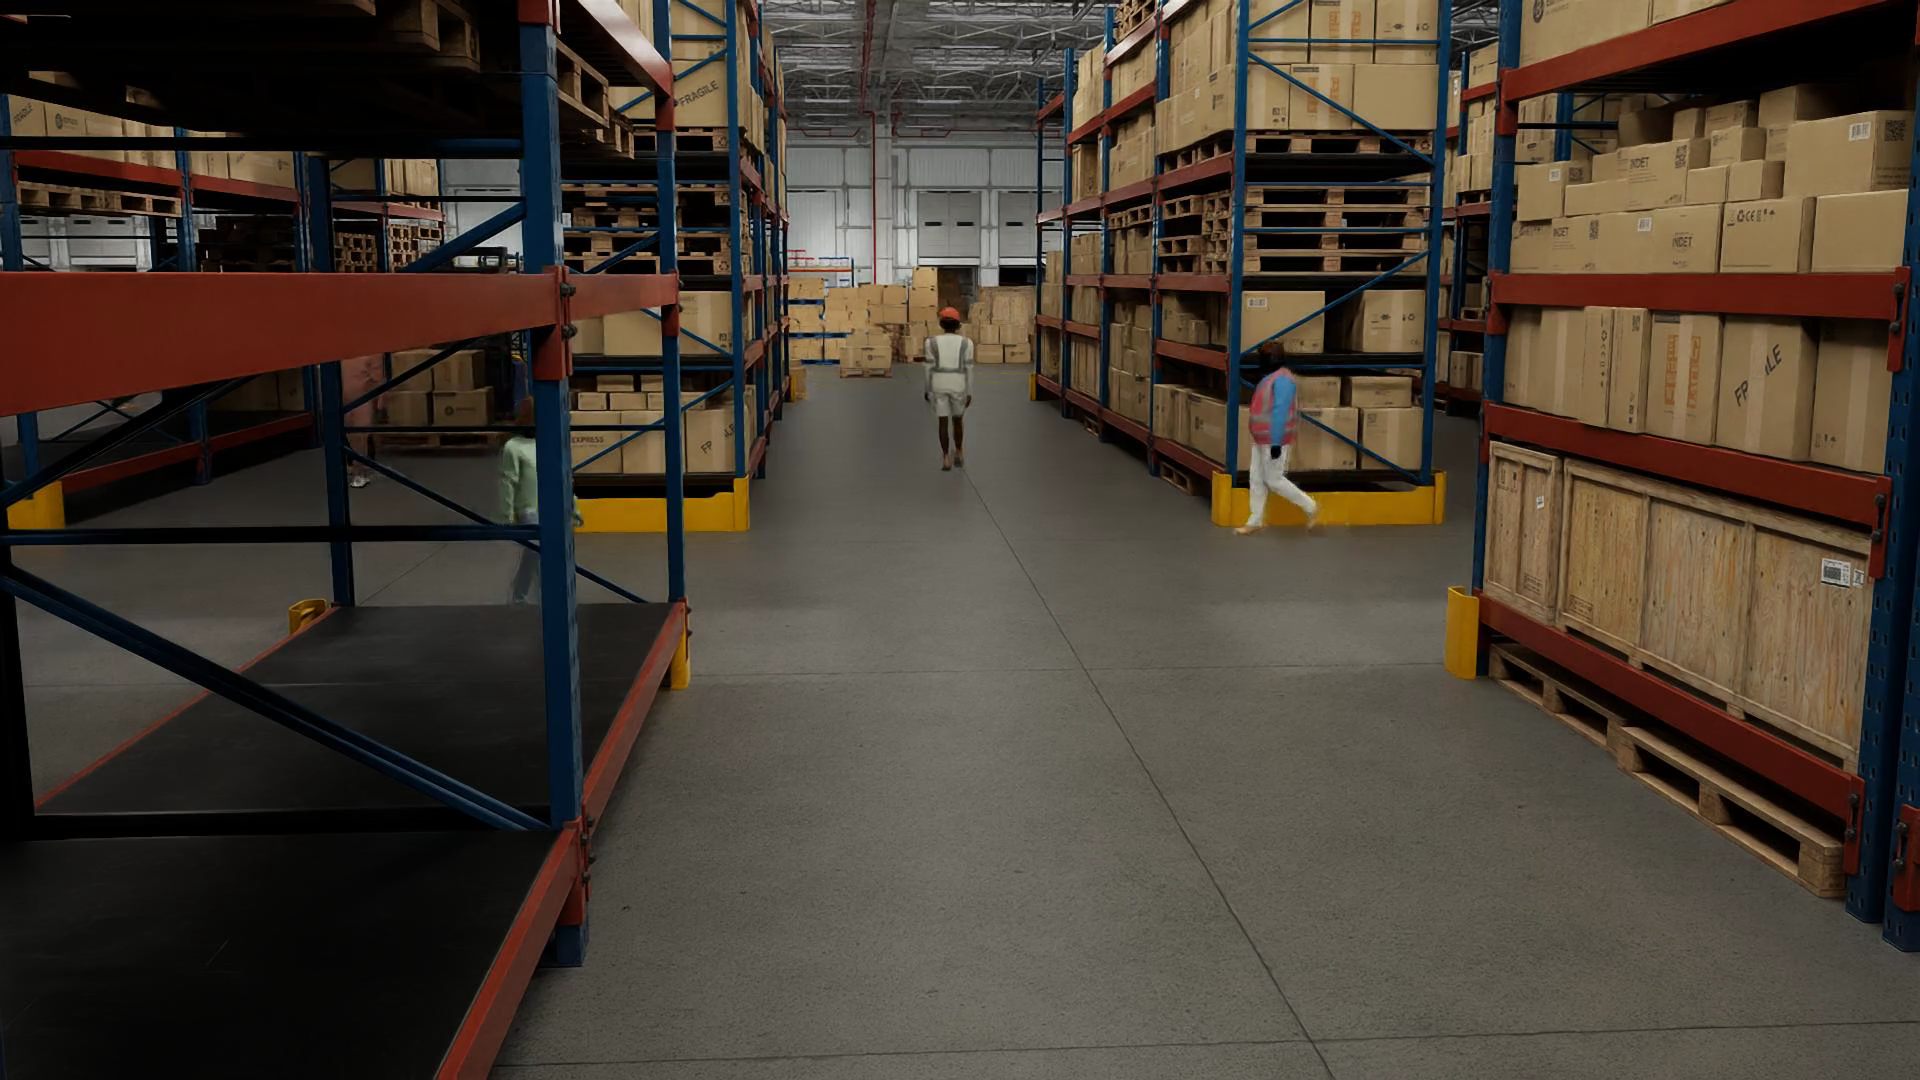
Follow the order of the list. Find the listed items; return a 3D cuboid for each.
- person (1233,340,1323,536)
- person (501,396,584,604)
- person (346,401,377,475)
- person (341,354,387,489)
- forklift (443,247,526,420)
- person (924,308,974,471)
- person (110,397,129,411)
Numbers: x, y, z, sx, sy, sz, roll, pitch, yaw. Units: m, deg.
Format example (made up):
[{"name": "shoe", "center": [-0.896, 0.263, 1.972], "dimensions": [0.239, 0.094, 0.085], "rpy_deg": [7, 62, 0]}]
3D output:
[{"name": "person", "center": [2.923, -0.921, 15.235], "dimensions": [0.716, 1.818, 0.631], "rpy_deg": [-1, 9, -6]}, {"name": "person", "center": [-2.770, -0.164, 11.155], "dimensions": [0.820, 1.592, 0.513], "rpy_deg": [5, 10, 27]}, {"name": "person", "center": [-7.284, -1.626, 20.035], "dimensions": [0.535, 1.700, 0.318], "rpy_deg": [-6, 11, -33]}, {"name": "person", "center": [-6.869, -1.509, 18.713], "dimensions": [0.681, 1.880, 0.777], "rpy_deg": [1, 9, 9]}, {"name": "forklift", "center": [-7.228, -2.997, 24.951], "dimensions": [1.129, 2.768, 1.873], "rpy_deg": [-1, 9, -4]}, {"name": "person", "center": [-0.143, -1.884, 20.748], "dimensions": [0.621, 1.986, 1.041], "rpy_deg": [0, 9, -1]}, {"name": "person", "center": [-14.968, -3.331, 29.674], "dimensions": [0.549, 2.000, 0.744], "rpy_deg": [-1, 9, -6]}]
